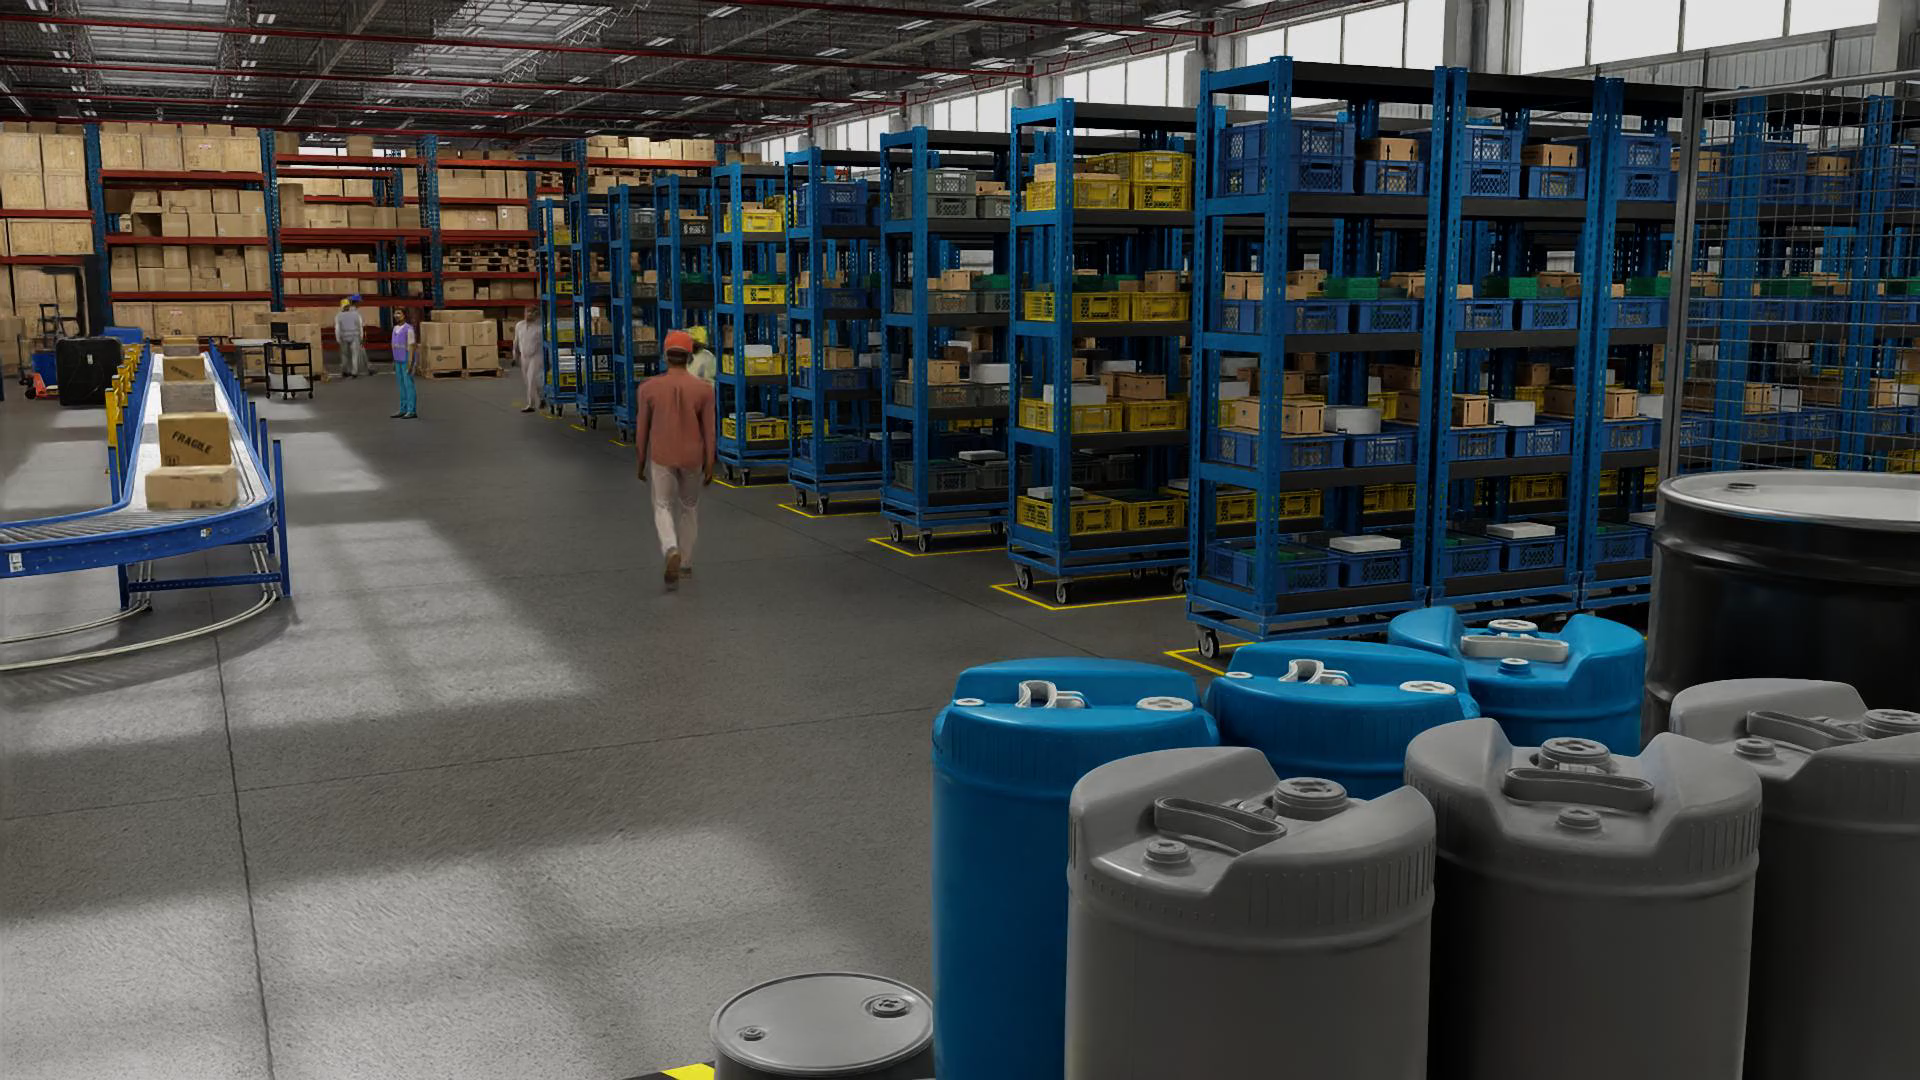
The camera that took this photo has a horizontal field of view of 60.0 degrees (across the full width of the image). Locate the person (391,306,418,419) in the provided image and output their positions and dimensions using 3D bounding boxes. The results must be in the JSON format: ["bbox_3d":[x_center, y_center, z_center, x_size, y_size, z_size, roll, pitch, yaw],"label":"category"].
[{"bbox_3d":[-9.154,-2.921,27.400,0.564,1.848,0.390,8,12,42],"label":"person"}]

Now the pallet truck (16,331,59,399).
[{"bbox_3d":[-17.082,-3.353,31.781,1.630,1.274,0.653,-4,10,-25],"label":"pallet truck"}]

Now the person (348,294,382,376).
[{"bbox_3d":[-13.859,-4.732,38.475,0.972,1.896,0.631,-1,9,-6],"label":"person"}]

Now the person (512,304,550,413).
[{"bbox_3d":[-7.374,-3.152,28.784,0.652,1.875,0.873,4,10,22],"label":"person"}]

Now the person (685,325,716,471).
[{"bbox_3d":[-3.201,-1.663,19.780,0.622,1.794,0.412,2,9,14],"label":"person"}]

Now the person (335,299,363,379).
[{"bbox_3d":[-13.819,-4.537,37.610,0.599,1.777,0.943,-4,10,-24],"label":"person"}]

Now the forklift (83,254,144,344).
[{"bbox_3d":[-20.213,-5.297,38.952,1.873,2.768,1.129,-4,10,-25],"label":"forklift"}]

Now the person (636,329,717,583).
[{"bbox_3d":[-2.176,-0.634,12.835,0.621,1.973,0.736,-3,10,-16],"label":"person"}]

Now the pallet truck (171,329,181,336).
[{"bbox_3d":[-17.275,-3.851,35.096,1.601,1.201,0.680,0,9,1],"label":"pallet truck"}]

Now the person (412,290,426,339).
[{"bbox_3d":[-15.821,-6.345,48.528,0.706,1.882,0.653,-7,11,-35],"label":"person"}]

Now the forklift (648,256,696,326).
[{"bbox_3d":[-8.236,-6.332,45.374,1.873,2.768,1.129,-4,10,-25],"label":"forklift"}]
